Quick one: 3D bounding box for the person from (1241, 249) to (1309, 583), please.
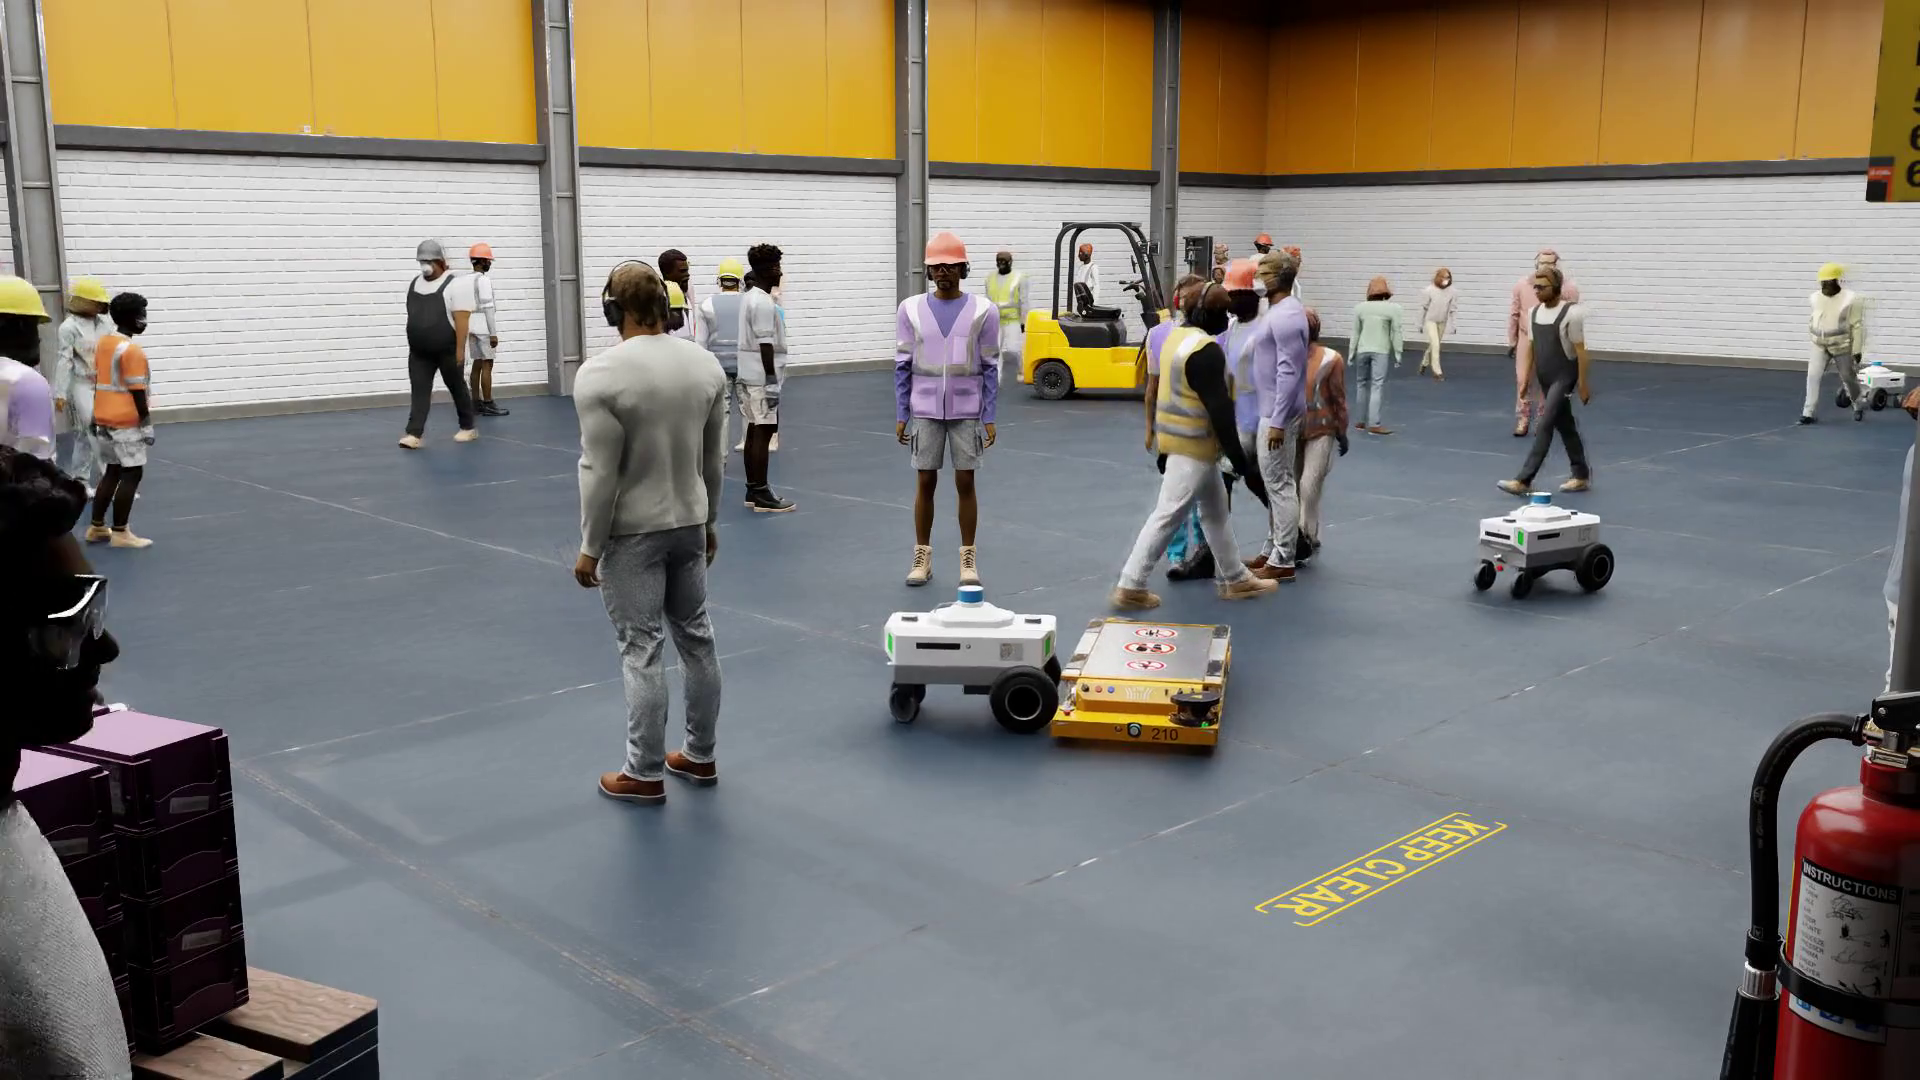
[{"bbox_3d":[1.845,-0.718,9.735,0.358,1.938,0.636,1,10,6],"label":"person"}]

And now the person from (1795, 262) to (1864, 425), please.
[{"bbox_3d":[9.451,-2.112,17.880,1.033,1.761,0.608,-7,13,-35],"label":"person"}]

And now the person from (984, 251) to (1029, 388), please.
[{"bbox_3d":[0.615,-2.914,22.045,0.631,1.830,0.560,5,12,26],"label":"person"}]

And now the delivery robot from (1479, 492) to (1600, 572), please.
[{"bbox_3d":[3.309,-0.029,9.499,0.707,0.478,0.477,-6,12,-30],"label":"delivery robot"}]

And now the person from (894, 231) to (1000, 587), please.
[{"bbox_3d":[-0.076,-0.742,9.587,0.607,2.044,0.374,1,10,4],"label":"person"}]

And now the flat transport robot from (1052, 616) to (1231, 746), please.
[{"bbox_3d":[0.822,0.580,7.213,0.652,0.197,1.431,2,11,11],"label":"flat transport robot"}]

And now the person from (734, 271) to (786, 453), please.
[{"bbox_3d":[-1.886,-1.654,15.503,0.540,1.695,0.317,3,11,18],"label":"person"}]

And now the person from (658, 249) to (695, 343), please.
[{"bbox_3d":[-2.142,-1.199,12.418,0.391,1.920,0.593,2,11,10],"label":"person"}]

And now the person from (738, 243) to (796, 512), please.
[{"bbox_3d":[-1.448,-1.193,12.249,0.373,1.966,0.607,-3,11,-17],"label":"person"}]

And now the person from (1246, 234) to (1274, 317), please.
[{"bbox_3d":[5.120,-4.178,28.327,0.394,2.040,0.609,-10,14,-43],"label":"person"}]

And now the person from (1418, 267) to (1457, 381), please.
[{"bbox_3d":[6.713,-3.060,23.505,0.510,1.587,0.801,-2,11,-10],"label":"person"}]

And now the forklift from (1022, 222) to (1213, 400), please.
[{"bbox_3d":[1.935,-2.847,20.651,2.313,2.155,1.214,2,11,13],"label":"forklift"}]

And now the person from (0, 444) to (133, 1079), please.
[{"bbox_3d":[-0.925,0.830,1.536,0.551,1.854,0.516,-3,11,-18],"label":"person"}]

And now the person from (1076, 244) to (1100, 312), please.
[{"bbox_3d":[2.032,-3.787,26.623,0.361,1.884,0.574,-4,11,-21],"label":"person"}]

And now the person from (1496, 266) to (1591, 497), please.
[{"bbox_3d":[4.611,-1.226,12.952,0.935,1.783,0.502,-4,11,-20],"label":"person"}]

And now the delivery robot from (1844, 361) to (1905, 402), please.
[{"bbox_3d":[10.696,-1.852,19.443,0.707,0.478,0.477,-6,12,-28],"label":"delivery robot"}]

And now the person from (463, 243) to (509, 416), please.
[{"bbox_3d":[-5.351,-2.359,18.693,0.356,1.938,0.544,-10,14,-42],"label":"person"}]

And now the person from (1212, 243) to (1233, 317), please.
[{"bbox_3d":[3.940,-3.544,25.257,0.639,1.902,0.406,8,13,36],"label":"person"}]

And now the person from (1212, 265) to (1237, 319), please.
[{"bbox_3d":[3.384,-2.786,21.838,0.523,1.636,0.310,2,11,12],"label":"person"}]

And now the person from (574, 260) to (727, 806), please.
[{"bbox_3d":[-1.102,-0.019,5.942,0.370,1.934,0.627,9,14,41],"label":"person"}]

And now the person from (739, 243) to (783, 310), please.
[{"bbox_3d":[-2.609,-2.859,21.476,0.614,1.907,0.528,4,11,20],"label":"person"}]

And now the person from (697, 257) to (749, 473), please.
[{"bbox_3d":[-1.939,-1.484,14.203,0.591,1.833,0.403,-1,10,-7],"label":"person"}]

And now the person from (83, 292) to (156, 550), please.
[{"bbox_3d":[-5.405,-0.758,10.701,0.620,1.660,0.406,9,14,41],"label":"person"}]

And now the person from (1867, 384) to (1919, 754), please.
[{"bbox_3d":[3.146,0.233,5.385,0.282,1.633,0.499,4,11,21],"label":"person"}]

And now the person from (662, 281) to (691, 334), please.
[{"bbox_3d":[-1.764,-0.652,9.875,0.395,1.751,0.549,-3,11,-15],"label":"person"}]

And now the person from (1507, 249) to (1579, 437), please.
[{"bbox_3d":[5.802,-1.953,16.617,0.680,1.876,0.813,5,11,23],"label":"person"}]

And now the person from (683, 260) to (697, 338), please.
[{"bbox_3d":[-3.557,-2.762,21.369,0.326,1.764,0.523,-5,11,-25],"label":"person"}]

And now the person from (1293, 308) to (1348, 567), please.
[{"bbox_3d":[2.173,-0.668,10.443,0.532,1.586,0.731,7,13,34],"label":"person"}]

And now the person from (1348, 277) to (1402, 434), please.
[{"bbox_3d":[4.283,-1.896,17.115,0.554,1.594,0.591,6,12,31],"label":"person"}]

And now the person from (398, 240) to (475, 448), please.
[{"bbox_3d":[-5.030,-1.917,15.996,0.698,2.000,1.040,3,11,14],"label":"person"}]

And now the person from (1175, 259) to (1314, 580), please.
[{"bbox_3d":[1.724,-0.716,9.876,0.992,1.895,0.546,-3,11,-14],"label":"person"}]

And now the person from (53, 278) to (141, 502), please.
[{"bbox_3d":[-6.514,-1.118,12.582,0.822,1.694,0.581,2,11,11],"label":"person"}]

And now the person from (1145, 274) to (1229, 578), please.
[{"bbox_3d":[1.395,-0.697,10.028,0.567,1.804,0.979,1,10,8],"label":"person"}]

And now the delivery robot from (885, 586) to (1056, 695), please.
[{"bbox_3d":[0.045,0.436,6.967,0.707,0.478,0.477,1,10,5],"label":"delivery robot"}]

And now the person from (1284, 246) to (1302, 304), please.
[{"bbox_3d":[4.243,-2.846,21.488,0.342,1.882,0.587,3,11,13],"label":"person"}]

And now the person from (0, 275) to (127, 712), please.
[{"bbox_3d":[-3.653,-0.057,6.331,0.590,1.878,0.928,4,11,22],"label":"person"}]

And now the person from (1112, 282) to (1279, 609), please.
[{"bbox_3d":[1.270,-0.493,8.978,0.972,1.783,0.622,-1,10,-4],"label":"person"}]
